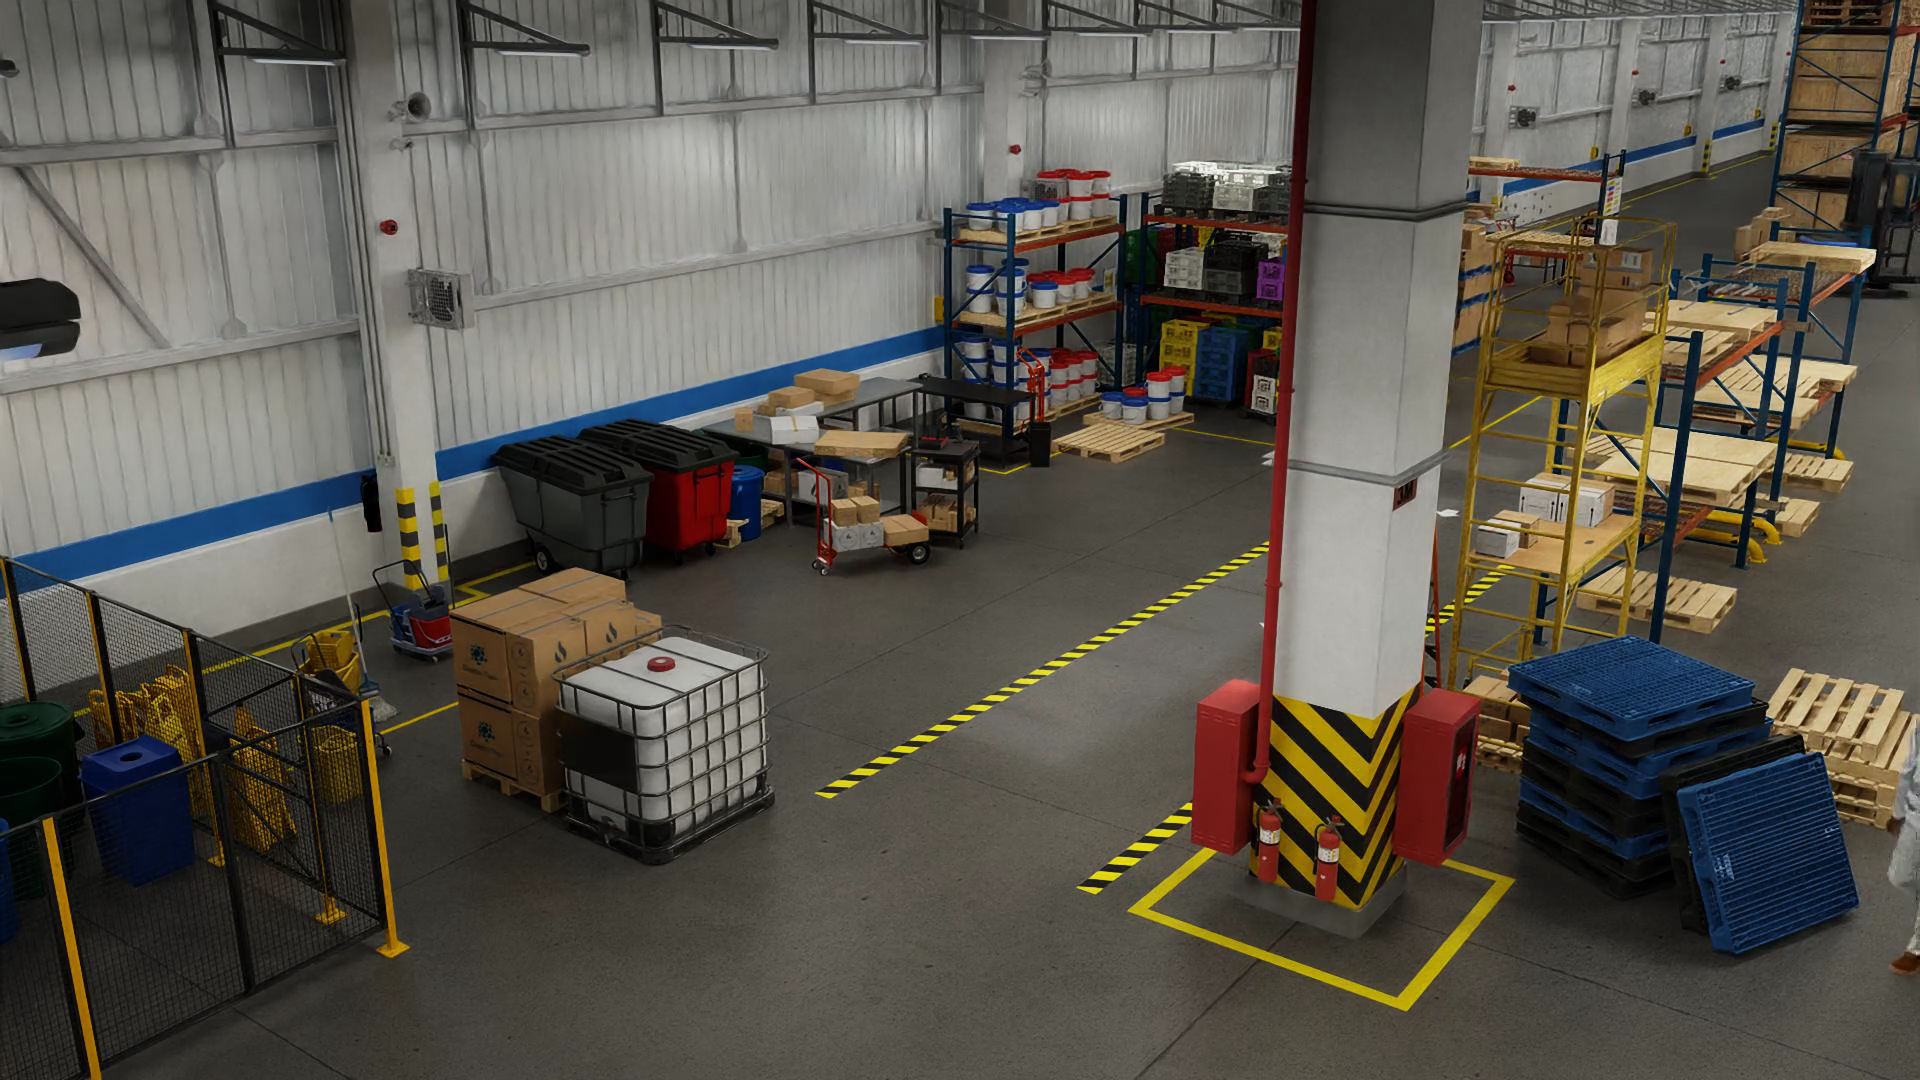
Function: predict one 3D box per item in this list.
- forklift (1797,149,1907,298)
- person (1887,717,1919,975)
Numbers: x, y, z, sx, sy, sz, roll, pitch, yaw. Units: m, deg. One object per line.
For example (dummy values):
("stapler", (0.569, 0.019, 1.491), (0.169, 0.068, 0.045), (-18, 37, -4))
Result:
("forklift", (17.715, -6.275, 32.826), (1.873, 2.768, 1.129), (3, 18, 9))
("person", (5.928, 1.704, 9.994), (0.552, 1.870, 0.582), (-9, 20, -25))
